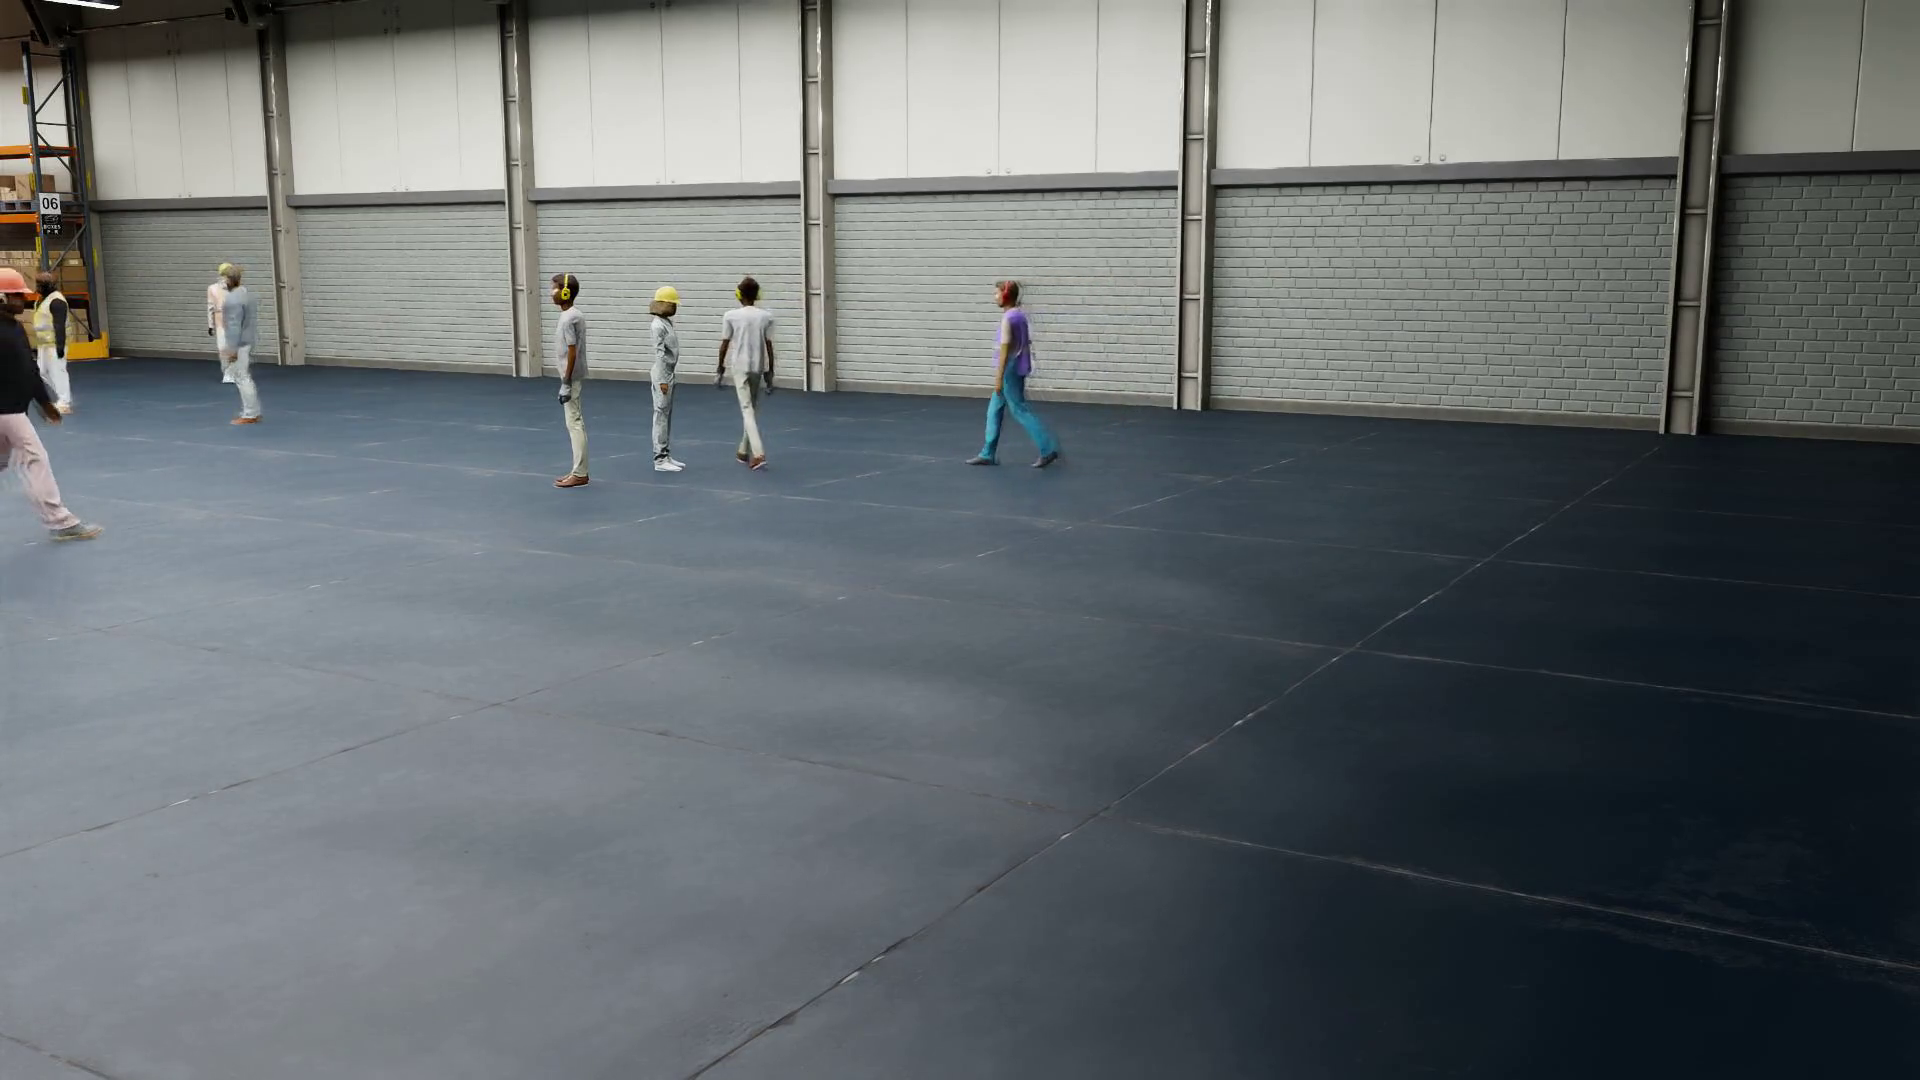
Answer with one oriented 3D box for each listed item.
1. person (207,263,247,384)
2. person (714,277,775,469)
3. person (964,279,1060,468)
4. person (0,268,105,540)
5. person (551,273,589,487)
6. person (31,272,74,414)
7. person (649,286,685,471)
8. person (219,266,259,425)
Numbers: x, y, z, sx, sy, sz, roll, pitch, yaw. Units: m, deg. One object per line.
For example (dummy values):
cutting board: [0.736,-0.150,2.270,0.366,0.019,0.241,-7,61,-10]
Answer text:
person: [-11.588,-3.421,26.341,0.624,1.905,0.607,-3,10,-19]
person: [-2.045,-1.599,15.964,0.539,1.831,0.963,-5,11,-29]
person: [0.532,-1.586,15.912,0.935,1.811,0.578,2,10,11]
person: [-6.730,-0.937,11.744,1.047,1.950,0.624,-3,10,-16]
person: [-3.439,-1.398,14.612,0.328,1.876,0.513,-1,10,-7]
person: [-11.598,-2.506,21.292,0.669,1.817,0.486,8,13,39]
person: [-2.775,-1.526,15.752,0.300,1.742,0.486,0,10,-2]
person: [-8.633,-2.313,19.904,0.340,1.907,0.735,-4,10,-21]
